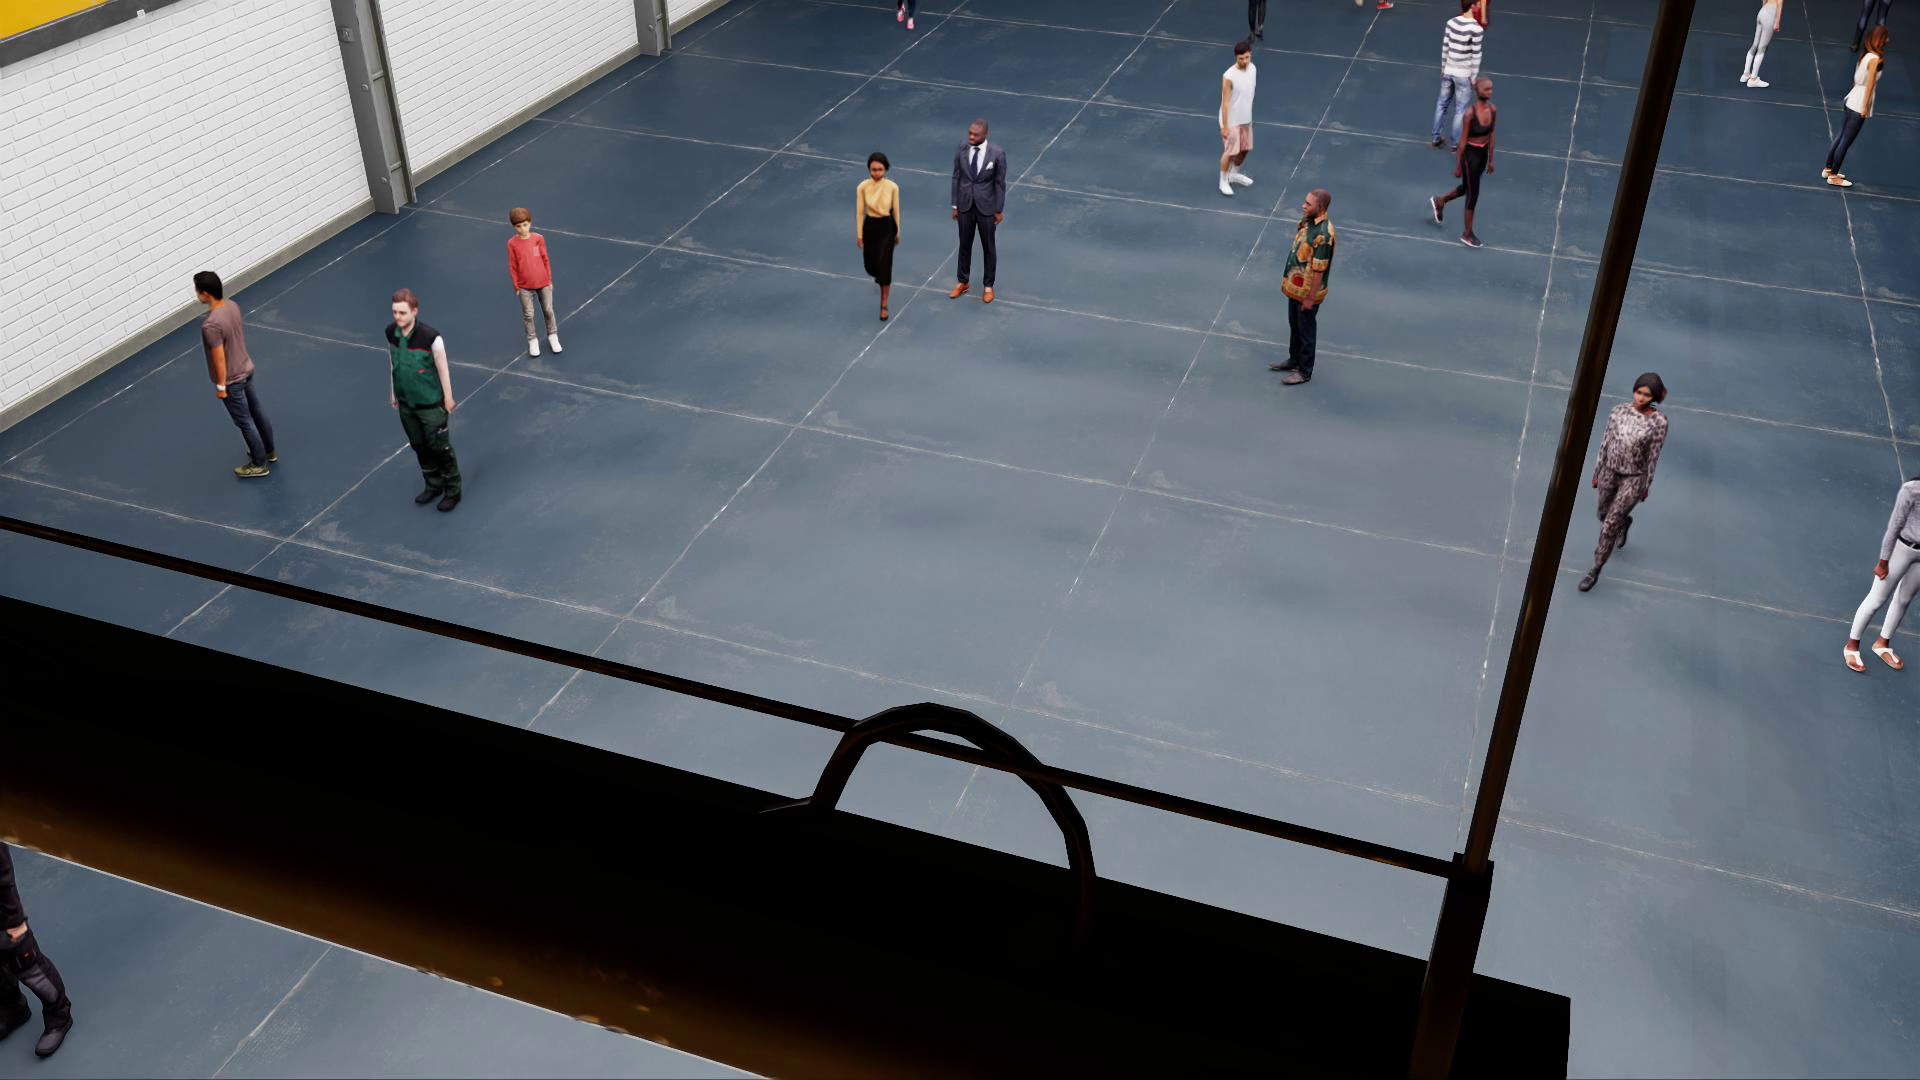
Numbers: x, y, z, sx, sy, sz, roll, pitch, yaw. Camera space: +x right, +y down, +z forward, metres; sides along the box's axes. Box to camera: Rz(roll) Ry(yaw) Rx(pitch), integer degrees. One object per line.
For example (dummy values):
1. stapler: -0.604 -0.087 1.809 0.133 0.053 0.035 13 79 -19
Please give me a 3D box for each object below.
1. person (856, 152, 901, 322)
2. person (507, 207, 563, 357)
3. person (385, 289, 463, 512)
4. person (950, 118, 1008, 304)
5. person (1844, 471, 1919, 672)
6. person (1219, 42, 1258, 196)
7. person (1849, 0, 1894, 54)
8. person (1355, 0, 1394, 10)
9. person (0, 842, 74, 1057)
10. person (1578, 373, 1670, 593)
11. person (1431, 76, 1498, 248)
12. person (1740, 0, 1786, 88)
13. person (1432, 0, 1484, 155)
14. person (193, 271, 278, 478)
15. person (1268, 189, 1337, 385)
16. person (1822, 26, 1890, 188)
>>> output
1. person: -0.767 -2.932 15.917 0.757 1.637 0.938 -1 34 -2
2. person: -3.930 -2.389 15.300 0.583 1.416 0.634 -12 36 -18
3. person: -4.208 -1.124 13.013 0.646 1.841 0.621 13 36 18
4. person: 0.169 -3.241 16.212 0.691 1.825 0.600 10 35 14
5. person: 6.420 0.109 11.263 0.668 1.725 0.668 -4 34 -5
6. person: 3.054 -4.696 18.476 0.929 1.742 0.812 24 40 31
7. person: 12.632 -7.628 22.751 0.729 1.893 0.657 20 39 27
8. person: 6.192 -8.686 24.477 1.045 1.744 0.988 -14 36 -20
9. person: -4.991 1.880 8.495 0.742 1.839 0.606 7 34 10
10. person: 4.877 -0.464 12.156 0.859 1.691 1.134 28 43 35
11. person: 5.325 -4.018 17.467 1.092 1.731 1.085 -18 38 -25
12. person: 10.526 -6.789 21.661 0.705 1.703 0.591 -1 34 -2
13. person: 5.871 -5.512 19.606 0.708 1.851 0.720 -26 41 -33
14. person: -5.839 -1.349 13.409 0.739 1.778 0.583 2 34 2
15. person: 3.080 -2.261 14.753 0.879 1.808 0.785 -7 34 -10
16. person: 10.106 -4.904 18.751 0.688 1.785 0.504 7 34 10
